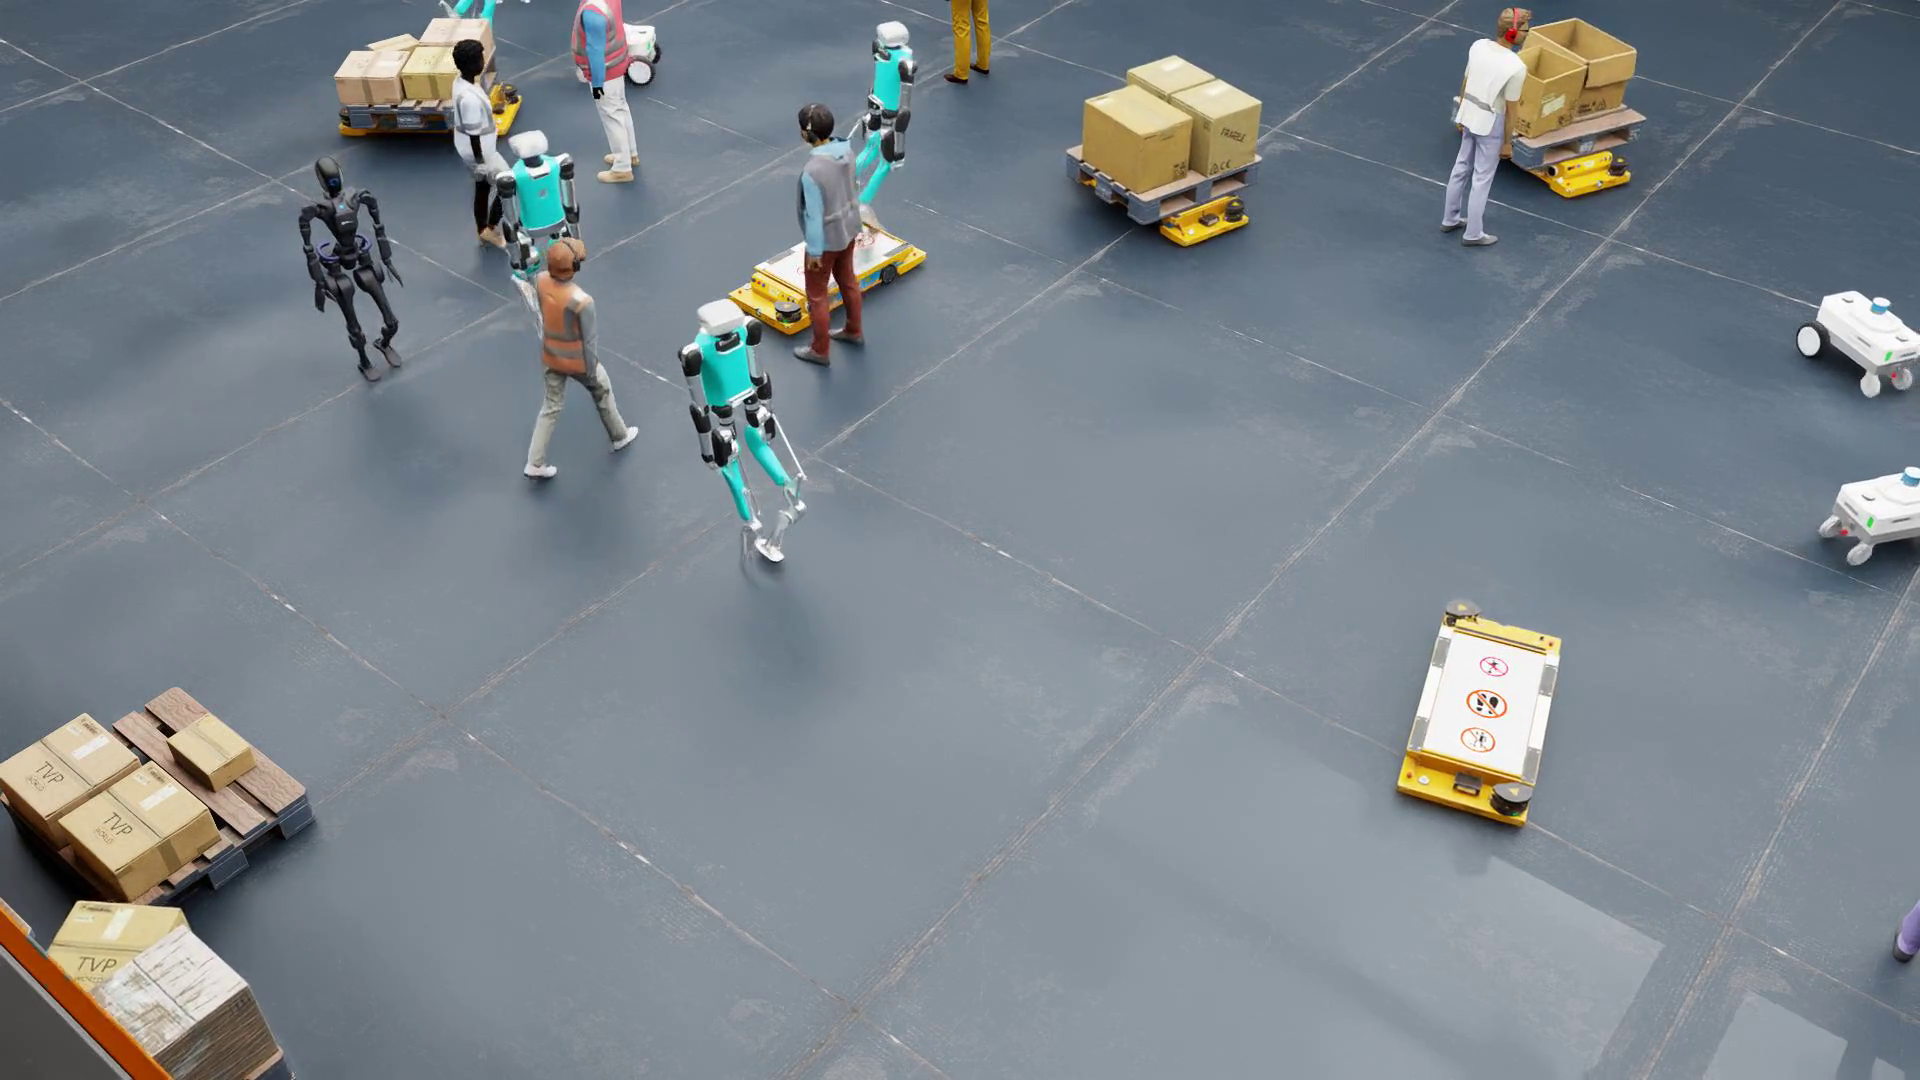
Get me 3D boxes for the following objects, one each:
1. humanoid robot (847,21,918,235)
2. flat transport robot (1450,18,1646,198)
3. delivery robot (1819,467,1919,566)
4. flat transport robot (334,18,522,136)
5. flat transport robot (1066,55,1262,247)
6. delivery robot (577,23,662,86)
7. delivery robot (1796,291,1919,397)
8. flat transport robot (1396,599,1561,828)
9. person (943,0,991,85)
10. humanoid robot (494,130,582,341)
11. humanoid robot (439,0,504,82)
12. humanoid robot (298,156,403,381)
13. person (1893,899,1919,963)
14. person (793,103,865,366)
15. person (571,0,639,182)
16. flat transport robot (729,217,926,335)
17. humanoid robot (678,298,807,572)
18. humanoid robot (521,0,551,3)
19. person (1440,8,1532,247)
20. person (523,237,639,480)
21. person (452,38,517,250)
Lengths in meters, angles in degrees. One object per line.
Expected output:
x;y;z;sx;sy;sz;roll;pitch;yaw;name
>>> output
-0.694;-2.929;12.399;0.744;1.786;0.535;-20;44;-22;humanoid robot
4.901;-3.329;13.994;0.659;0.231;1.431;-17;43;-19;flat transport robot
5.700;-0.175;10.078;0.791;0.614;0.499;-9;41;-11;delivery robot
-4.608;-3.749;14.489;1.431;0.231;0.659;0;40;0;flat transport robot
1.602;-2.814;13.388;0.659;0.231;1.431;-24;46;-26;flat transport robot
-3.100;-4.456;15.113;0.807;0.613;0.499;0;40;0;delivery robot
6.265;-1.404;11.494;0.499;0.575;0.759;-12;42;-14;delivery robot
2.837;0.906;9.012;0.659;0.231;1.431;15;43;17;flat transport robot
0.075;-4.927;14.734;0.343;1.747;0.529;31;49;31;person
-2.897;-2.026;11.351;0.543;1.802;0.802;-23;46;-25;humanoid robot
-4.342;-4.864;14.753;0.544;1.895;0.752;29;48;30;humanoid robot
-4.060;-1.802;11.104;0.591;1.647;0.346;-28;48;-29;humanoid robot
4.636;1.324;7.311;0.561;1.838;0.376;30;49;31;person
-0.892;-2.069;11.281;0.474;1.869;0.553;20;44;22;person
-2.860;-3.770;13.311;0.431;1.836;0.628;0;40;0;person
-0.979;-2.005;12.437;0.659;0.231;1.431;31;49;31;flat transport robot
-1.161;-0.466;9.569;0.543;1.879;0.727;-31;49;-31;humanoid robot
-4.272;-6.136;16.145;0.533;1.766;0.711;-22;45;-24;humanoid robot
3.938;-3.095;12.506;0.397;1.840;0.563;-16;43;-18;person
-2.459;-1.106;10.351;0.512;1.594;0.840;24;46;25;person
-3.570;-2.926;12.424;0.397;1.672;0.553;-14;42;-16;person
